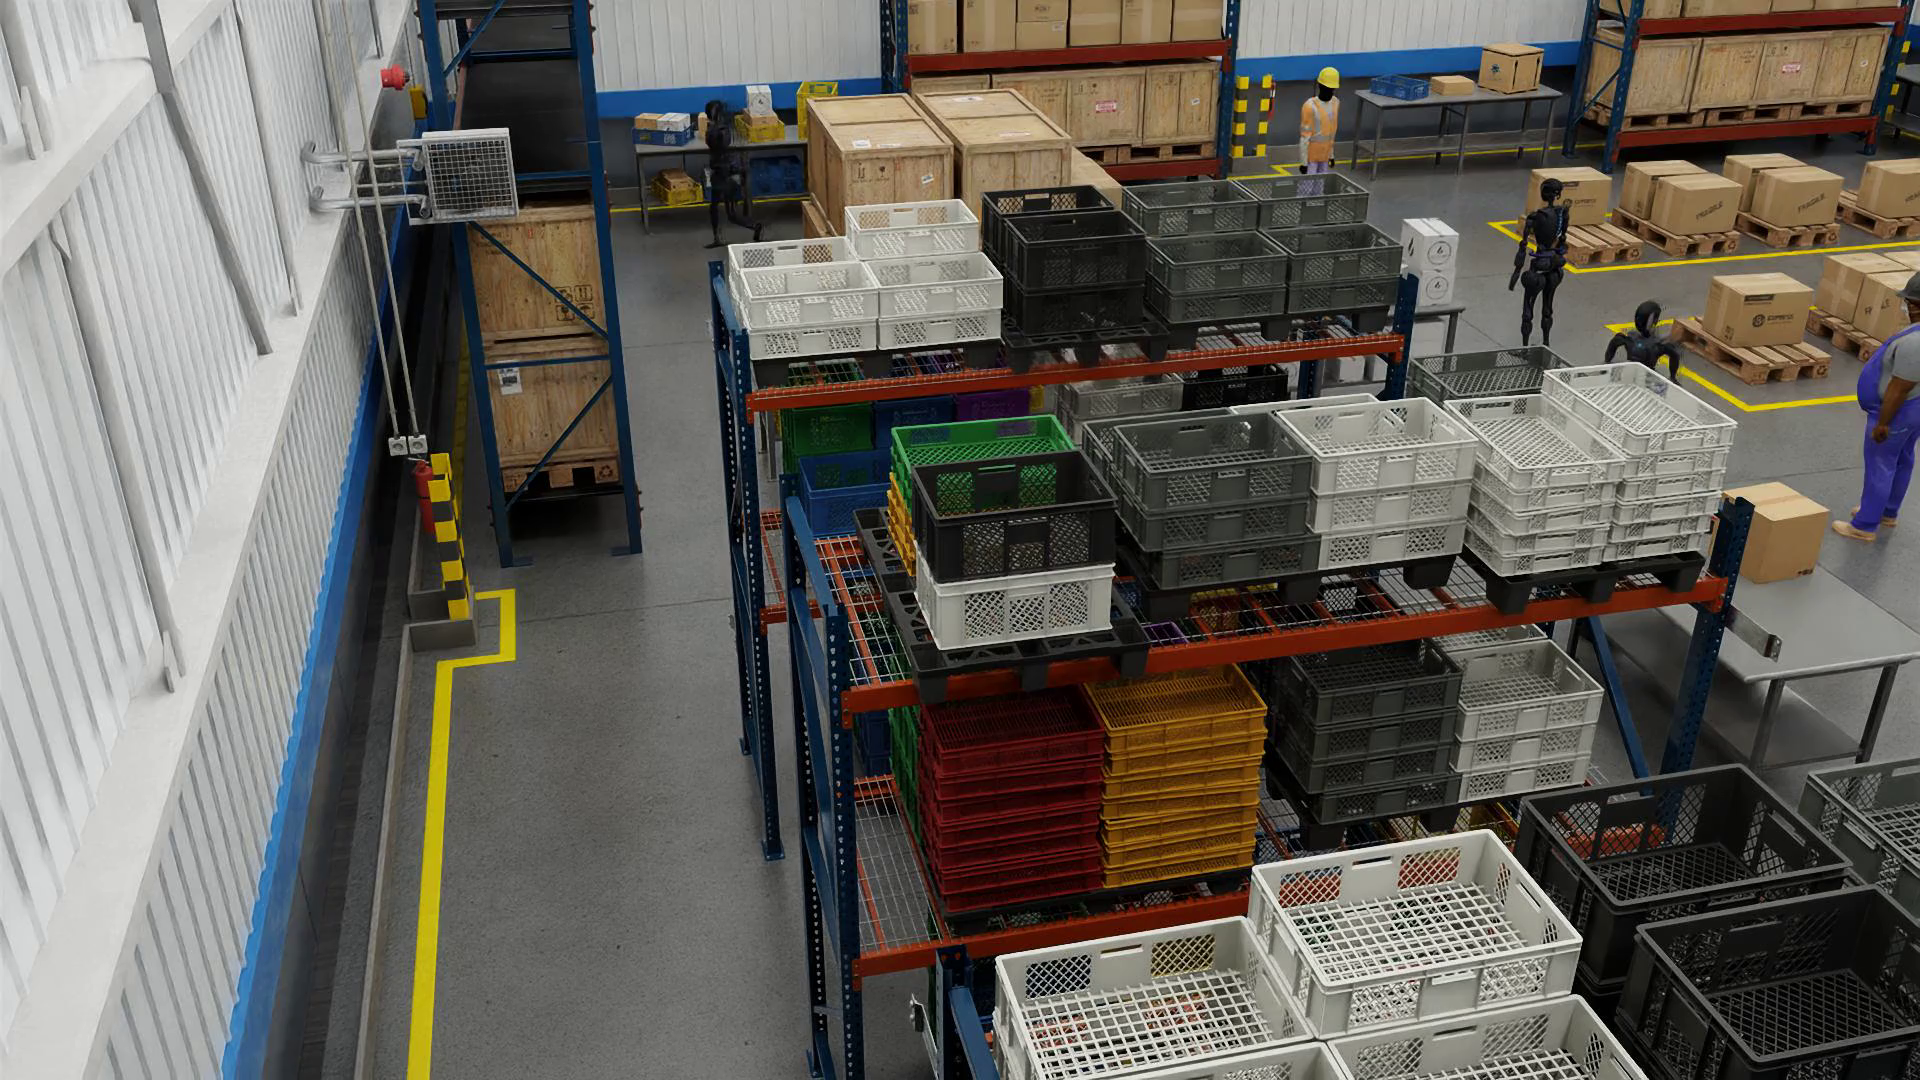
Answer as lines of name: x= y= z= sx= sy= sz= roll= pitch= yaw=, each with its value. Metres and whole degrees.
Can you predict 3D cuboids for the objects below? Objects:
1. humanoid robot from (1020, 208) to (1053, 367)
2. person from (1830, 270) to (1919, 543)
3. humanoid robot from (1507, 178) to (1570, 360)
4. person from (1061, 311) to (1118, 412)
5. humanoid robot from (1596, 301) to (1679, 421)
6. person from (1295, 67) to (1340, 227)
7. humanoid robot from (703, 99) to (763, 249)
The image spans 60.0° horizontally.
humanoid robot: x=0.587 y=-2.196 z=14.745 sx=0.612 sy=1.636 sz=0.562 roll=22 pitch=35 yaw=35
person: x=6.750 y=-0.983 z=12.013 sx=0.680 sy=2.000 sz=0.535 roll=-22 pitch=35 yaw=-36
humanoid robot: x=5.329 y=-2.497 z=15.272 sx=0.574 sy=1.650 sz=0.341 roll=-14 pitch=31 yaw=-25
person: x=1.018 y=-1.226 z=12.682 sx=0.750 sy=1.845 sz=0.391 roll=-25 pitch=37 yaw=-38
humanoid robot: x=5.018 y=-0.983 z=12.408 sx=0.611 sy=1.640 sz=0.495 roll=25 pitch=36 yaw=38
person: x=3.944 y=-4.233 z=18.303 sx=0.587 sy=1.923 sz=0.379 roll=-23 pitch=36 yaw=-37
humanoid robot: x=-2.526 y=-4.000 z=18.140 sx=0.614 sy=1.631 sz=0.582 roll=-17 pitch=32 yaw=-28
